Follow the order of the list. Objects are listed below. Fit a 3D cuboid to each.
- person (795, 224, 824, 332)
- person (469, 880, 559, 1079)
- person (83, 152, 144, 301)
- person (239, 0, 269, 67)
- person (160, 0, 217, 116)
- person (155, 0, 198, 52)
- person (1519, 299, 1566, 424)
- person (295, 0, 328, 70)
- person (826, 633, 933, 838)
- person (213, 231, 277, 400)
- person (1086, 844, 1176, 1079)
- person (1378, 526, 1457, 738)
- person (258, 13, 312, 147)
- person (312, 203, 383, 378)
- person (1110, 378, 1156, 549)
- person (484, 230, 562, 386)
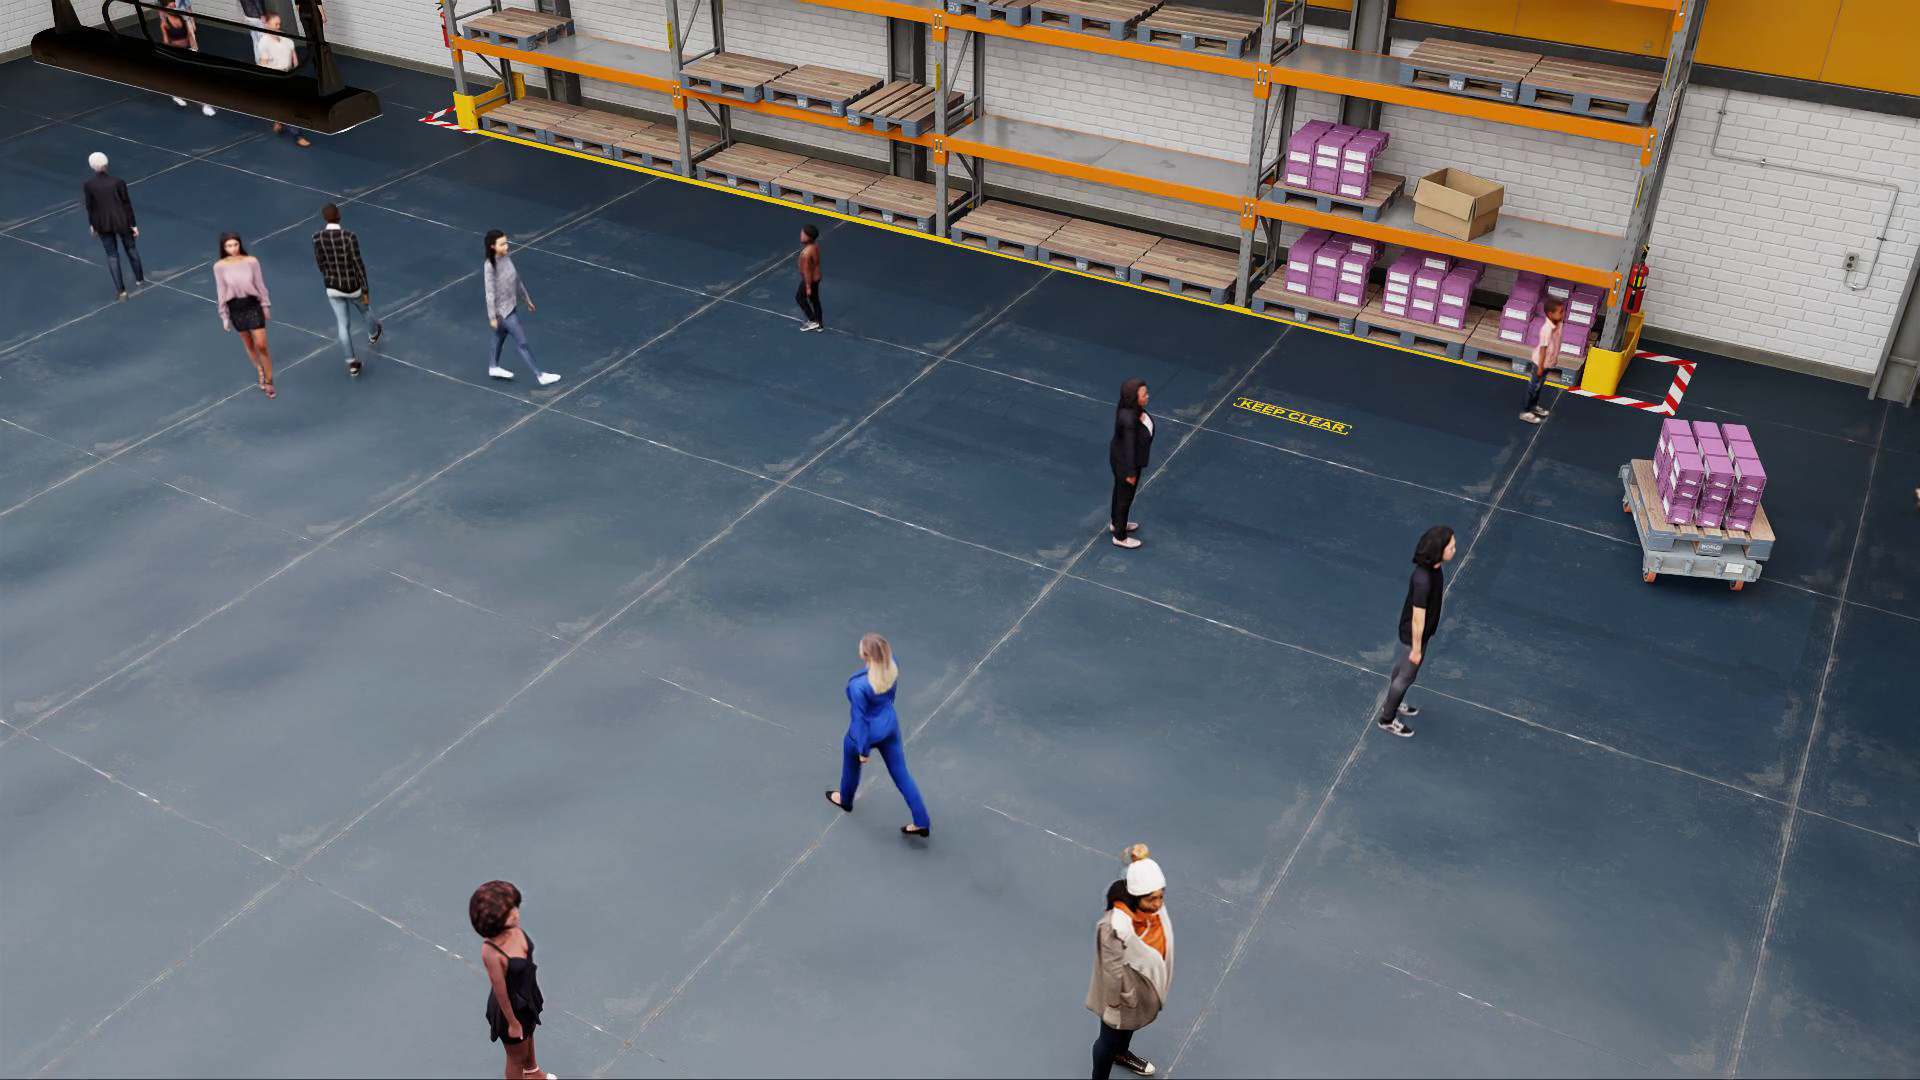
[{"bbox_3d":[-1.579,-2.861,18.277,0.568,1.244,0.577,8,34,12],"label":"person"},{"bbox_3d":[-2.546,2.642,9.504,0.666,1.790,0.639,1,34,2],"label":"person"},{"bbox_3d":[-9.739,-3.542,19.040,1.084,1.771,1.067,-10,35,-14],"label":"person"},{"bbox_3d":[-10.803,-8.011,25.490,0.539,1.837,0.751,25,41,32],"label":"person"},{"bbox_3d":[-11.374,-7.056,24.216,1.164,1.656,0.558,18,38,25],"label":"person"},{"bbox_3d":[-11.875,-7.852,25.241,0.700,1.846,0.784,-6,34,-8],"label":"person"},{"bbox_3d":[5.833,-1.814,16.644,0.506,1.308,0.504,23,40,30],"label":"person"},{"bbox_3d":[-10.129,-8.182,25.923,0.592,1.641,0.719,2,34,3],"label":"person"},{"bbox_3d":[-0.501,1.387,11.512,1.167,1.657,0.736,23,40,30],"label":"person"},{"bbox_3d":[-7.298,-2.342,17.002,0.842,1.792,0.904,-10,35,-15],"label":"person"},{"bbox_3d":[0.972,2.505,9.616,0.648,1.894,0.693,19,38,26],"label":"person"},{"bbox_3d":[3.418,0.654,12.460,0.590,1.828,0.668,12,35,17],"label":"person"},{"bbox_3d":[-9.489,-6.433,23.140,0.864,1.809,1.219,-27,42,-34],"label":"person"},{"bbox_3d":[-6.449,-2.570,17.364,1.208,1.769,1.176,-3,34,-4],"label":"person"},{"bbox_3d":[1.477,-0.700,14.690,0.778,1.616,0.757,1,34,2],"label":"person"},{"bbox_3d":[-4.779,-2.396,17.171,1.171,1.694,0.870,6,34,9],"label":"person"}]
